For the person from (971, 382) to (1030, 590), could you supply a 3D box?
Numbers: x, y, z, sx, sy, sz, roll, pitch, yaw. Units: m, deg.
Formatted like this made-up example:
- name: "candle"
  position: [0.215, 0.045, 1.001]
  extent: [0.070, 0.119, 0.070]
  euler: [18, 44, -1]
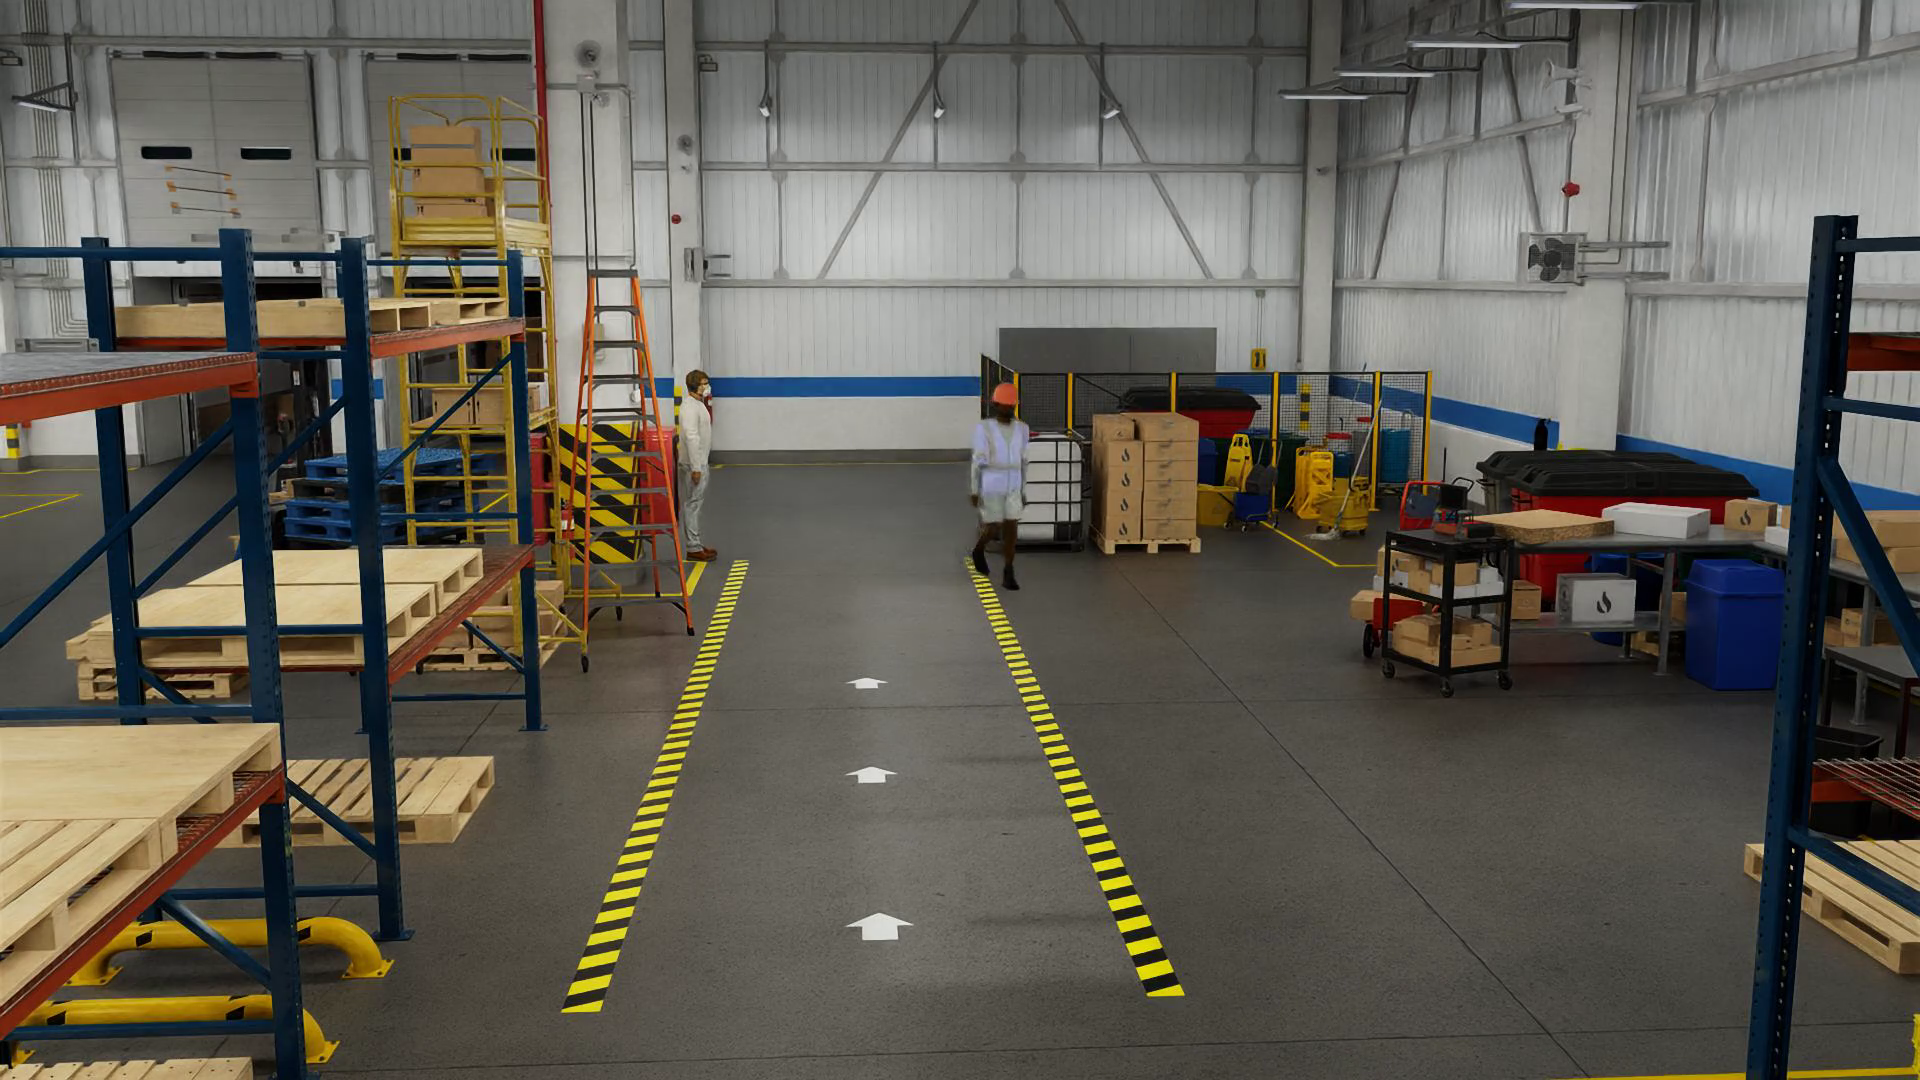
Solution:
- name: "person"
  position: [0.356, -0.509, 15.332]
  extent: [0.551, 1.921, 0.612]
  euler: [-4, 10, -23]

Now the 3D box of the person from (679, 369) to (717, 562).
- name: "person"
  position: [-2.655, -0.755, 16.818]
  extent: [0.360, 1.938, 0.635]
  euler: [-1, 9, -4]

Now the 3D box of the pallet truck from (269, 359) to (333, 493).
- name: "pallet truck"
  position: [-7.062, -1.131, 18.996]
  extent: [1.885, 1.965, 0.823]
  euler: [2, 9, 13]
